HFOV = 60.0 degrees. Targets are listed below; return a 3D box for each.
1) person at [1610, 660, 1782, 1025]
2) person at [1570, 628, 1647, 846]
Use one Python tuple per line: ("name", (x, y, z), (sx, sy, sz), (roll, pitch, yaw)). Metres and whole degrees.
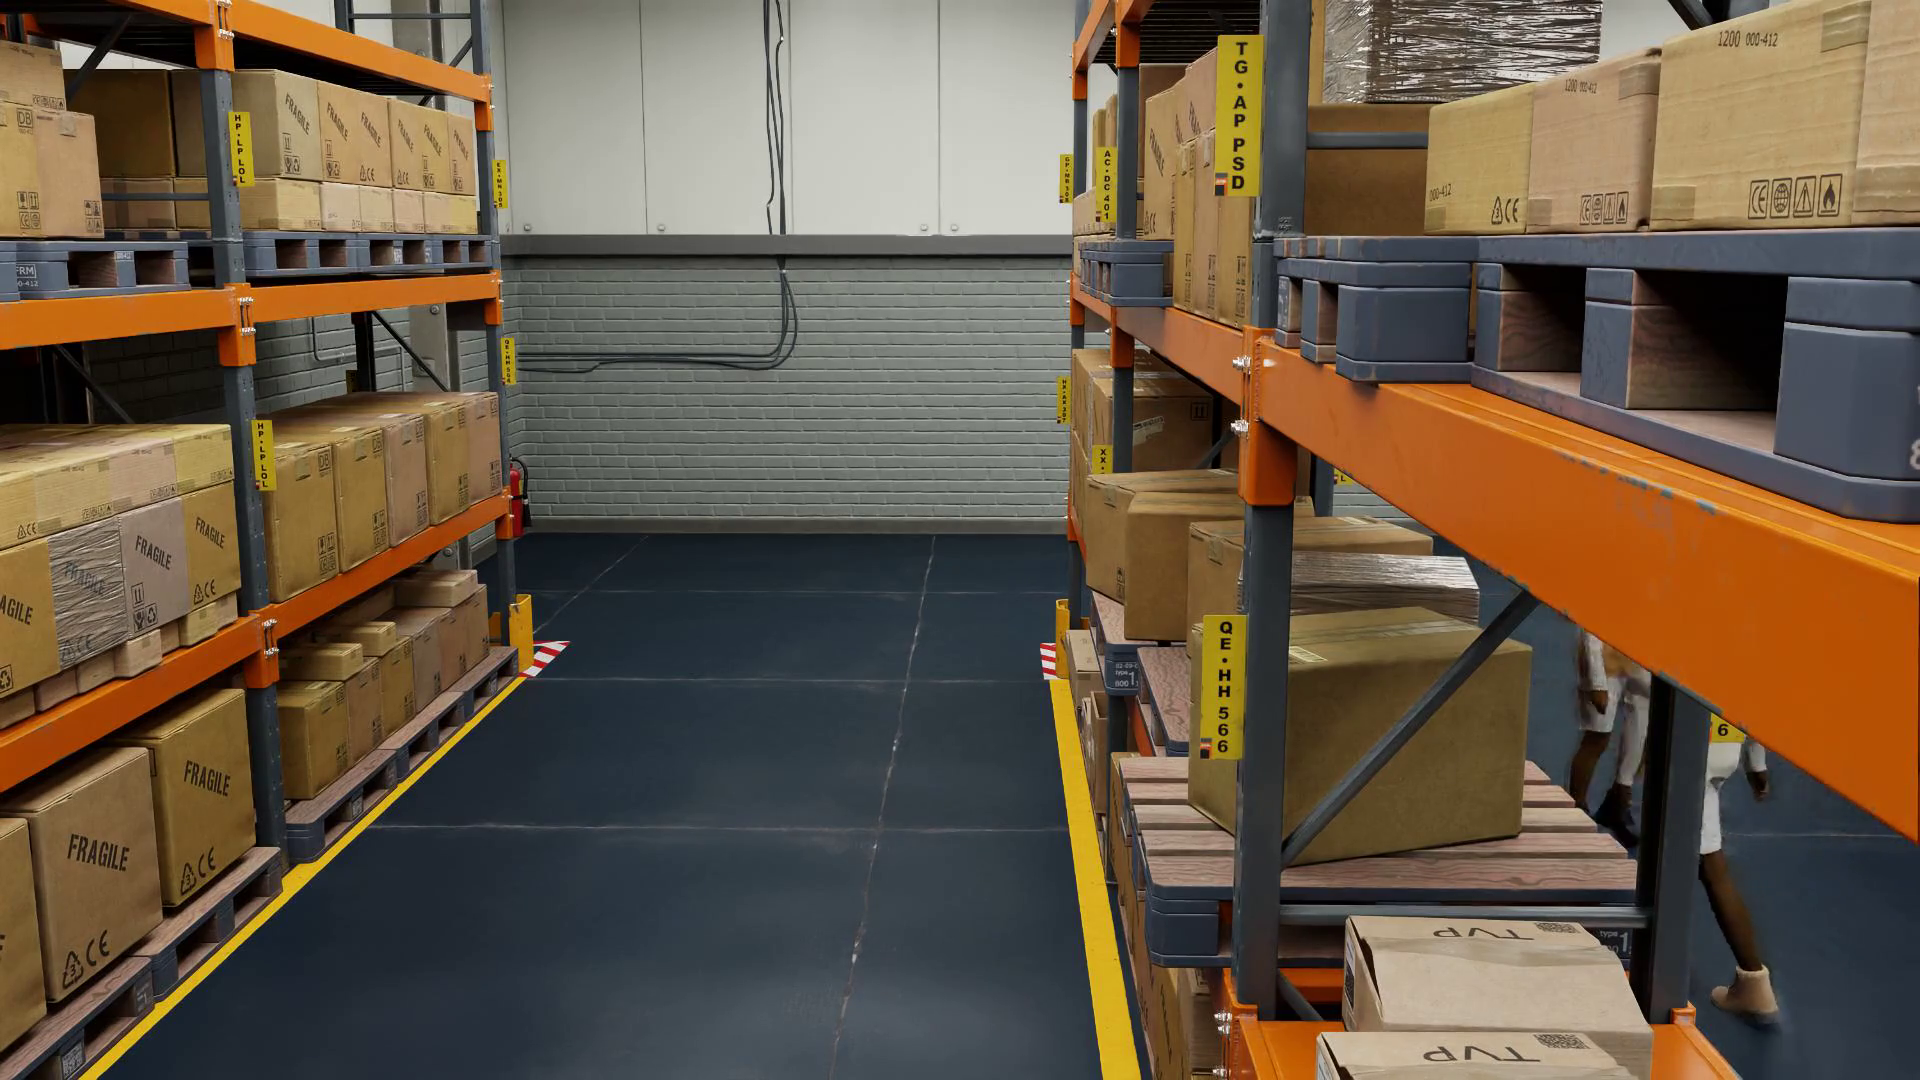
("person", (2.936, 0.874, 6.705), (0.630, 1.979, 1.102), (-6, 12, -30))
("person", (3.290, 0.624, 8.276), (0.615, 1.909, 0.527), (-6, 12, -30))
